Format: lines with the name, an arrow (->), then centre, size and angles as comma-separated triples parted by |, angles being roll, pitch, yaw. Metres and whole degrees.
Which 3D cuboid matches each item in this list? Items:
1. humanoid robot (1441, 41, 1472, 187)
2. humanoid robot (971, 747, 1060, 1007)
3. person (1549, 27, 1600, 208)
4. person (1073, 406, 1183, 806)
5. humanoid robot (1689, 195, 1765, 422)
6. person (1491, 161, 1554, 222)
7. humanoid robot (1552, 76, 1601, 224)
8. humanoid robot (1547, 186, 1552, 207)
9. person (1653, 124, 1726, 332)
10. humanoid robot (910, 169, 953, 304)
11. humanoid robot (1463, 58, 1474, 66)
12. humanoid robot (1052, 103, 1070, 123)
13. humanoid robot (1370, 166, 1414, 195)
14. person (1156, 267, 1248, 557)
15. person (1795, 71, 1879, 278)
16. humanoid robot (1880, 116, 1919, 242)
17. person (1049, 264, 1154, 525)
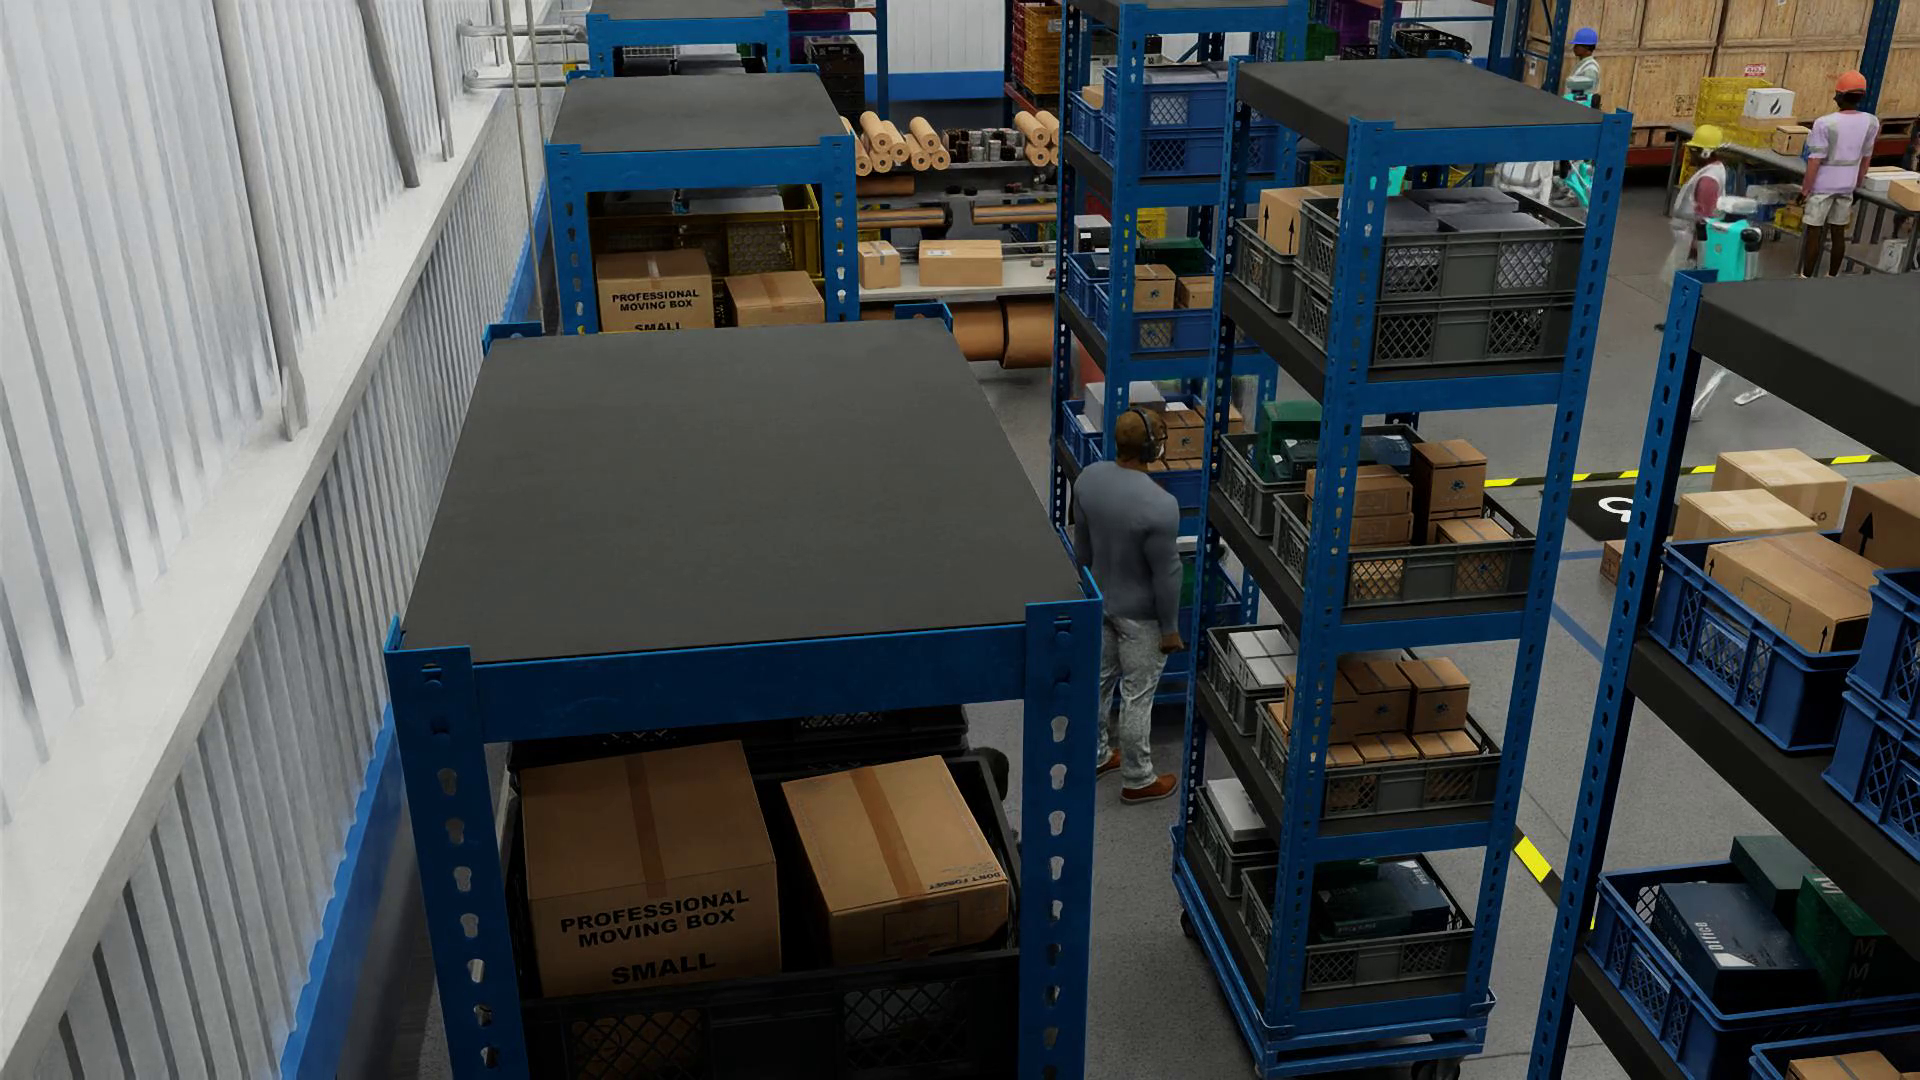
humanoid robot -> 5.773, -4.954, 19.364 | 0.315, 1.657, 0.599 | 7, 26, 15
humanoid robot -> 0.074, 1.409, 5.574 | 0.616, 1.631, 0.707 | 10, 27, 21
person -> 6.850, -4.680, 18.464 | 0.403, 1.947, 0.604 | 4, 25, 9
person -> 0.775, 0.305, 7.639 | 0.373, 1.940, 0.626 | -18, 30, -34
humanoid robot -> 5.796, -1.693, 12.294 | 1.055, 1.761, 0.544 | -12, 27, -24
person -> 4.970, -2.993, 14.878 | 0.432, 1.879, 0.588 | -14, 28, -28
humanoid robot -> 6.182, -3.658, 16.485 | 0.547, 1.751, 0.902 | -8, 26, -16
humanoid robot -> 5.263, -3.207, 15.645 | 0.587, 1.657, 0.706 | -12, 27, -24
person -> 6.209, -2.599, 14.100 | 0.424, 1.819, 0.596 | 13, 28, 25
humanoid robot -> -0.308, -2.203, 13.420 | 0.644, 1.628, 0.615 | 7, 26, 15
humanoid robot -> 5.031, -4.231, 17.855 | 0.790, 1.882, 0.553 | 22, 32, 39
humanoid robot -> 1.315, -4.390, 18.162 | 0.530, 1.807, 0.798 | -6, 25, -12
humanoid robot -> 3.488, -2.615, 14.064 | 0.533, 1.677, 0.735 | 1, 25, 2
person -> 1.491, -0.809, 10.206 | 0.601, 1.820, 0.904 | -4, 25, -9
person -> 7.966, -3.243, 15.228 | 0.607, 2.044, 0.392 | -3, 25, -6
humanoid robot -> 9.710, -3.708, 16.687 | 0.586, 1.635, 0.651 | 0, 25, 0
person -> 0.822, -0.683, 9.753 | 0.600, 1.966, 0.368 | 1, 25, 2
